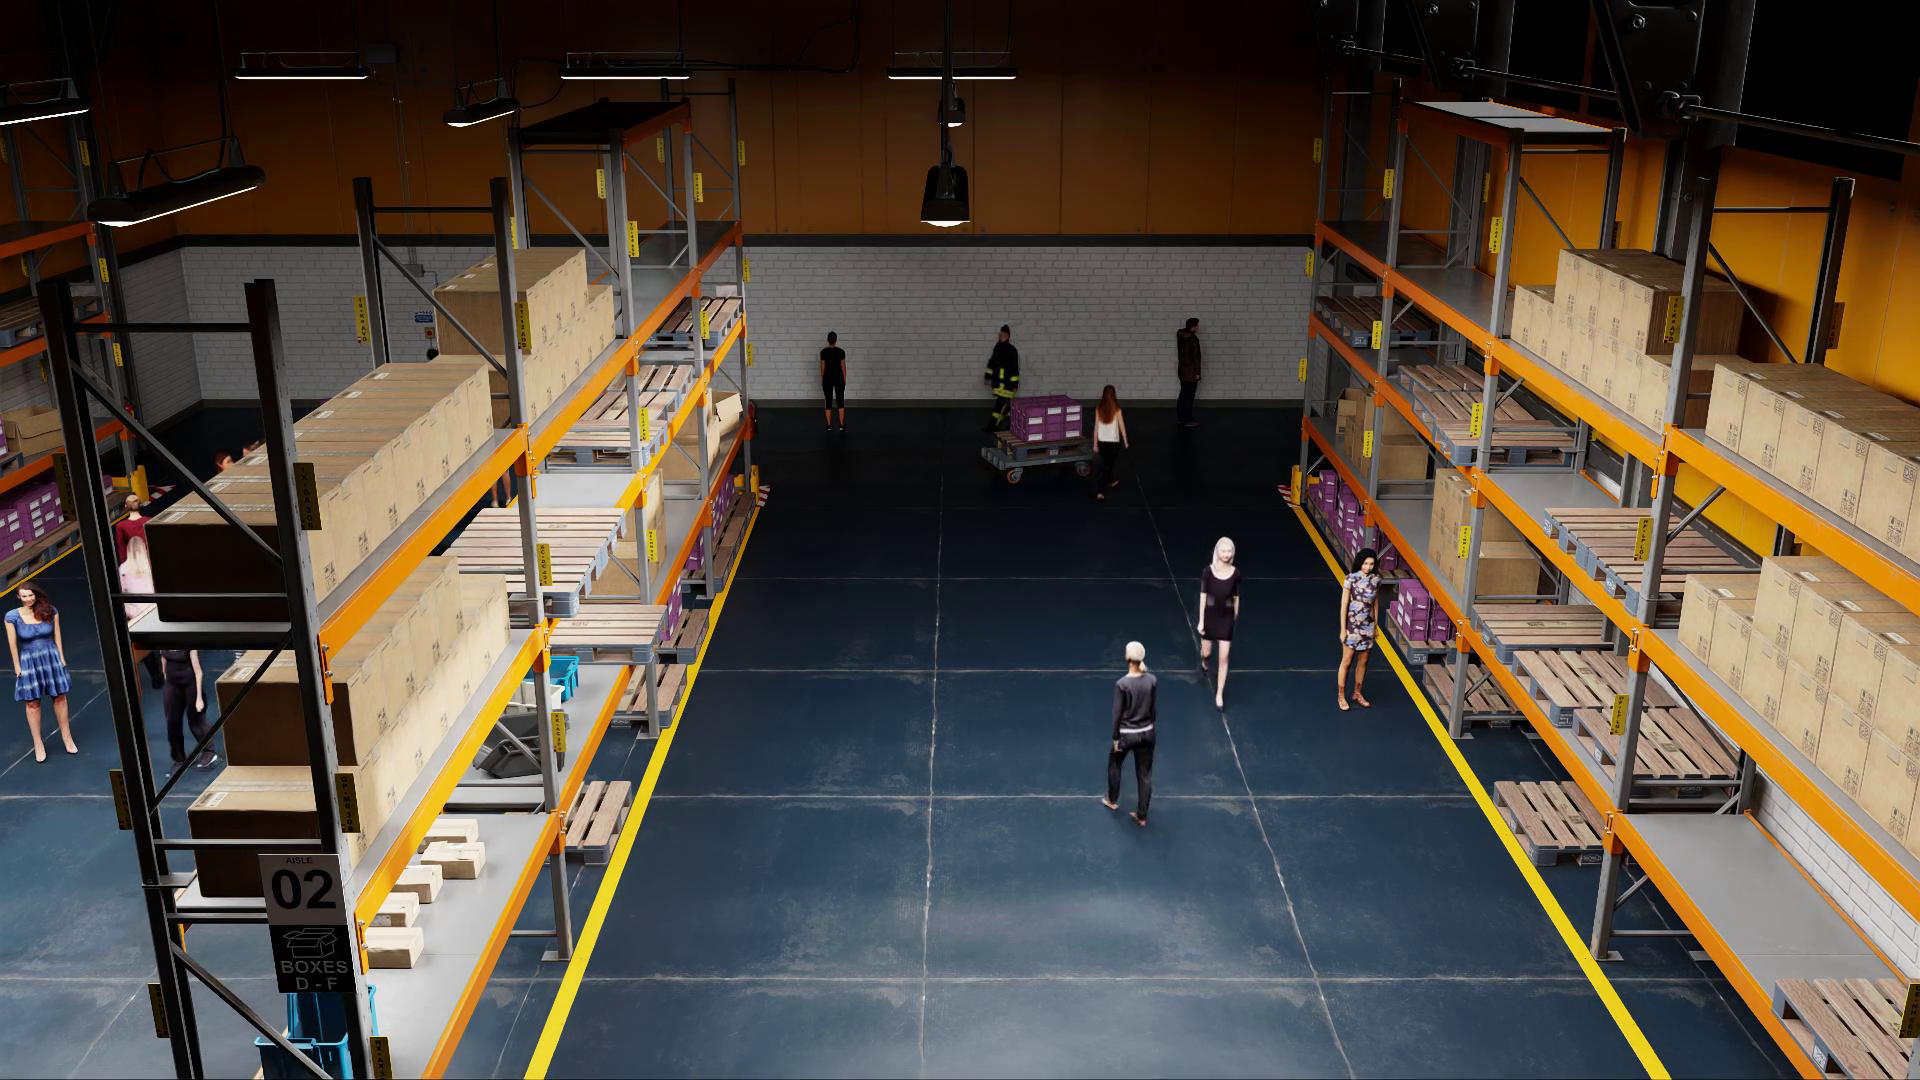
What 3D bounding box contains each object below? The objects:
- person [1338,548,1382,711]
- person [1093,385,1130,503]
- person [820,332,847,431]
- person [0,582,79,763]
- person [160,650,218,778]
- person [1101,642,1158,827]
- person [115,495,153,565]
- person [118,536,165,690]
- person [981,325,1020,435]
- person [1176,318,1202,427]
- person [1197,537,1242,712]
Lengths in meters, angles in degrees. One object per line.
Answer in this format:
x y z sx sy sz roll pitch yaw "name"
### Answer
4.147 0.908 17.300 0.655 1.737 0.615 -6 19 -16 "person"
2.125 -1.357 24.125 0.989 1.671 1.176 12 22 31 "person"
-2.142 -2.699 28.117 0.590 1.669 0.505 -1 19 -4 "person"
-8.921 1.260 16.143 0.749 1.806 0.788 -15 24 -37 "person"
-7.373 1.388 15.918 0.631 1.708 0.823 3 19 8 "person"
1.593 1.751 14.837 0.721 1.710 0.858 -4 19 -12 "person"
-9.455 0.274 19.239 0.696 1.700 0.689 -11 21 -29 "person"
-8.682 0.794 17.738 0.724 1.672 0.771 -9 21 -25 "person"
0.813 -2.677 27.802 1.169 1.827 1.212 -10 21 -28 "person"
3.902 -2.882 28.381 0.919 1.846 0.782 -8 20 -23 "person"
2.680 0.835 17.402 0.602 1.809 0.999 0 19 0 "person"
